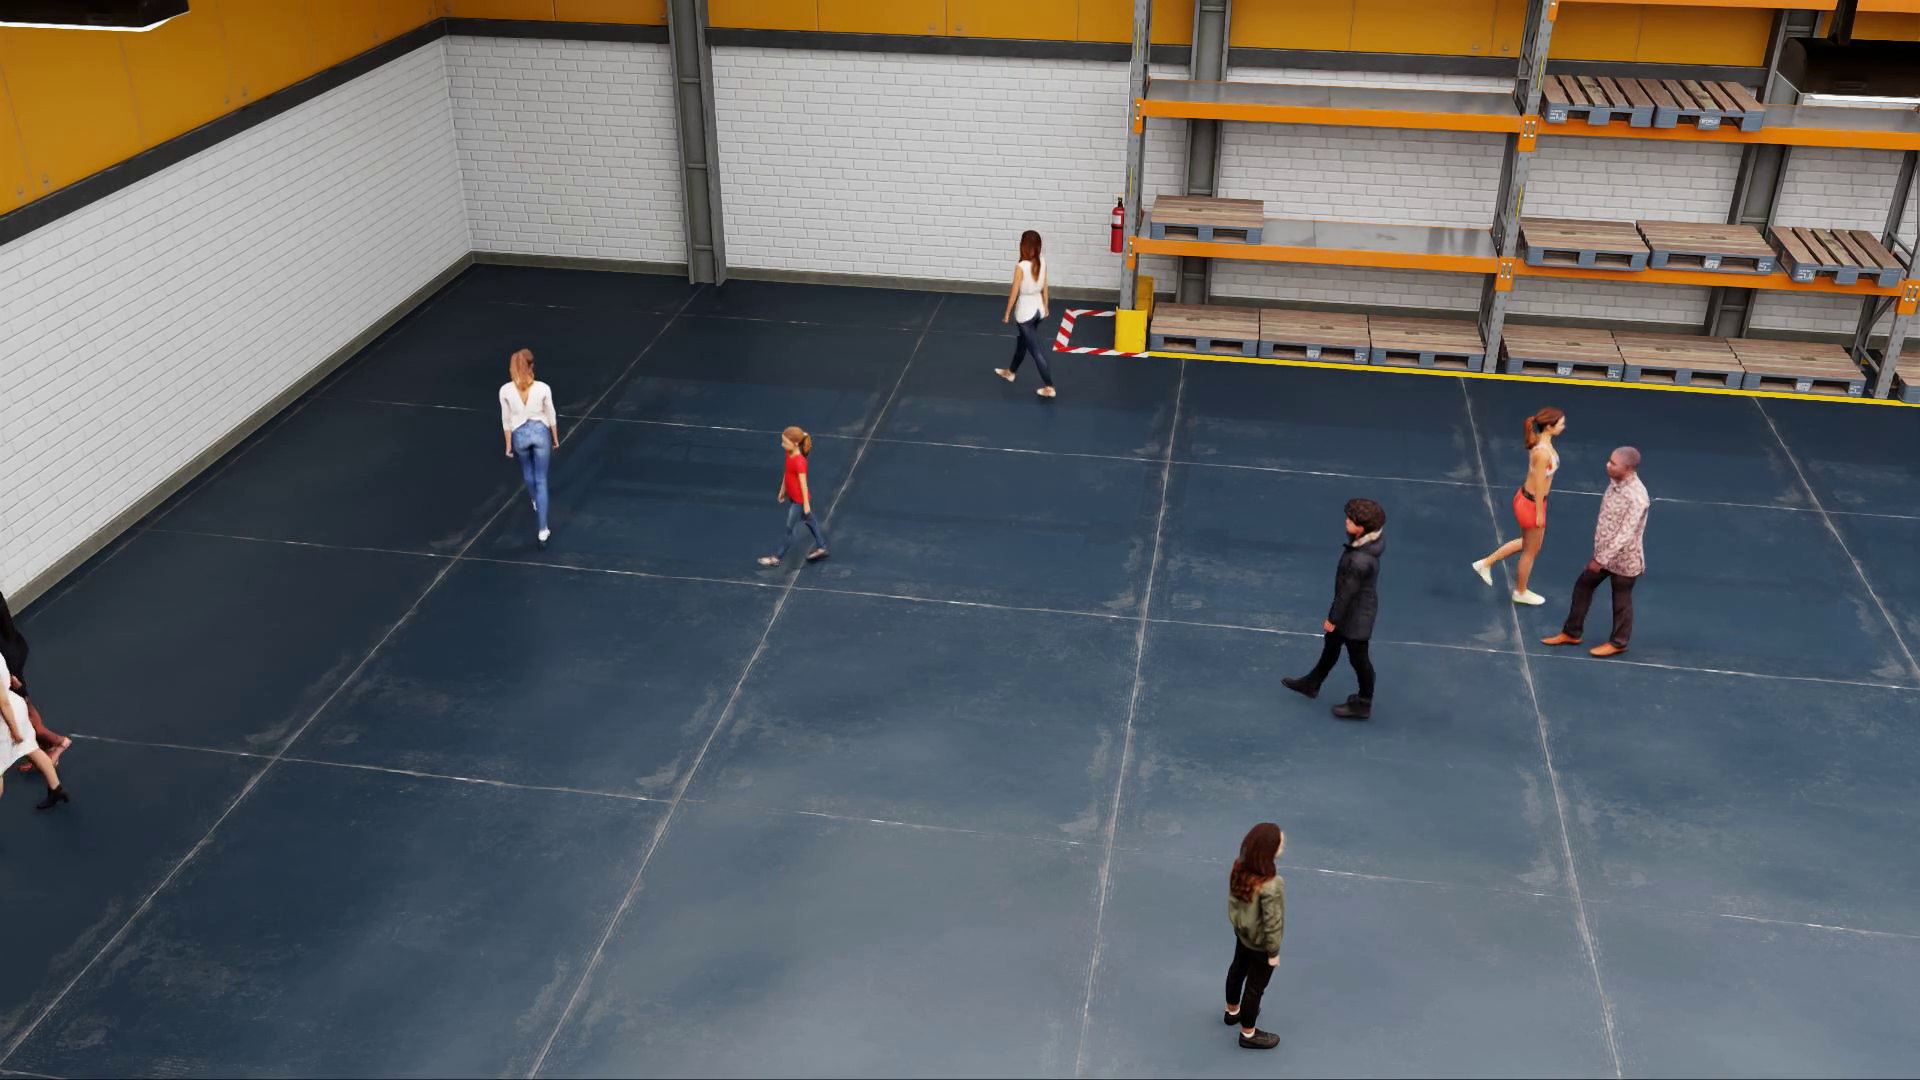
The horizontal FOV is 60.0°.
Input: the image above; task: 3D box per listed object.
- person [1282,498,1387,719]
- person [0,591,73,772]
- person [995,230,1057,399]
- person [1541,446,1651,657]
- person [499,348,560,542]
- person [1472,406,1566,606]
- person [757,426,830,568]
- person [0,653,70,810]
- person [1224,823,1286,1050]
[{"bbox_3d":[2.941,0.529,12.015,0.921,1.754,0.682,7,29,12],"label":"person"},{"bbox_3d":[-6.498,0.840,11.502,0.840,1.700,0.798,-15,32,-26],"label":"person"},{"bbox_3d":[0.786,-2.285,17.192,1.190,1.737,1.013,25,37,38],"label":"person"},{"bbox_3d":[5.121,0.112,12.749,0.980,1.782,0.827,-3,29,-6],"label":"person"},{"bbox_3d":[-3.737,-0.802,14.543,1.174,1.669,0.916,-4,29,-7],"label":"person"},{"bbox_3d":[4.539,-0.270,13.455,0.839,1.778,0.596,6,29,10],"label":"person"},{"bbox_3d":[-1.306,-0.367,14.152,0.937,1.280,0.767,-10,30,-18],"label":"person"},{"bbox_3d":[-6.255,1.183,11.051,0.966,1.529,0.857,-13,31,-23],"label":"person"},{"bbox_3d":[1.647,2.185,9.268,0.651,1.477,0.651,-8,30,-14],"label":"person"}]
